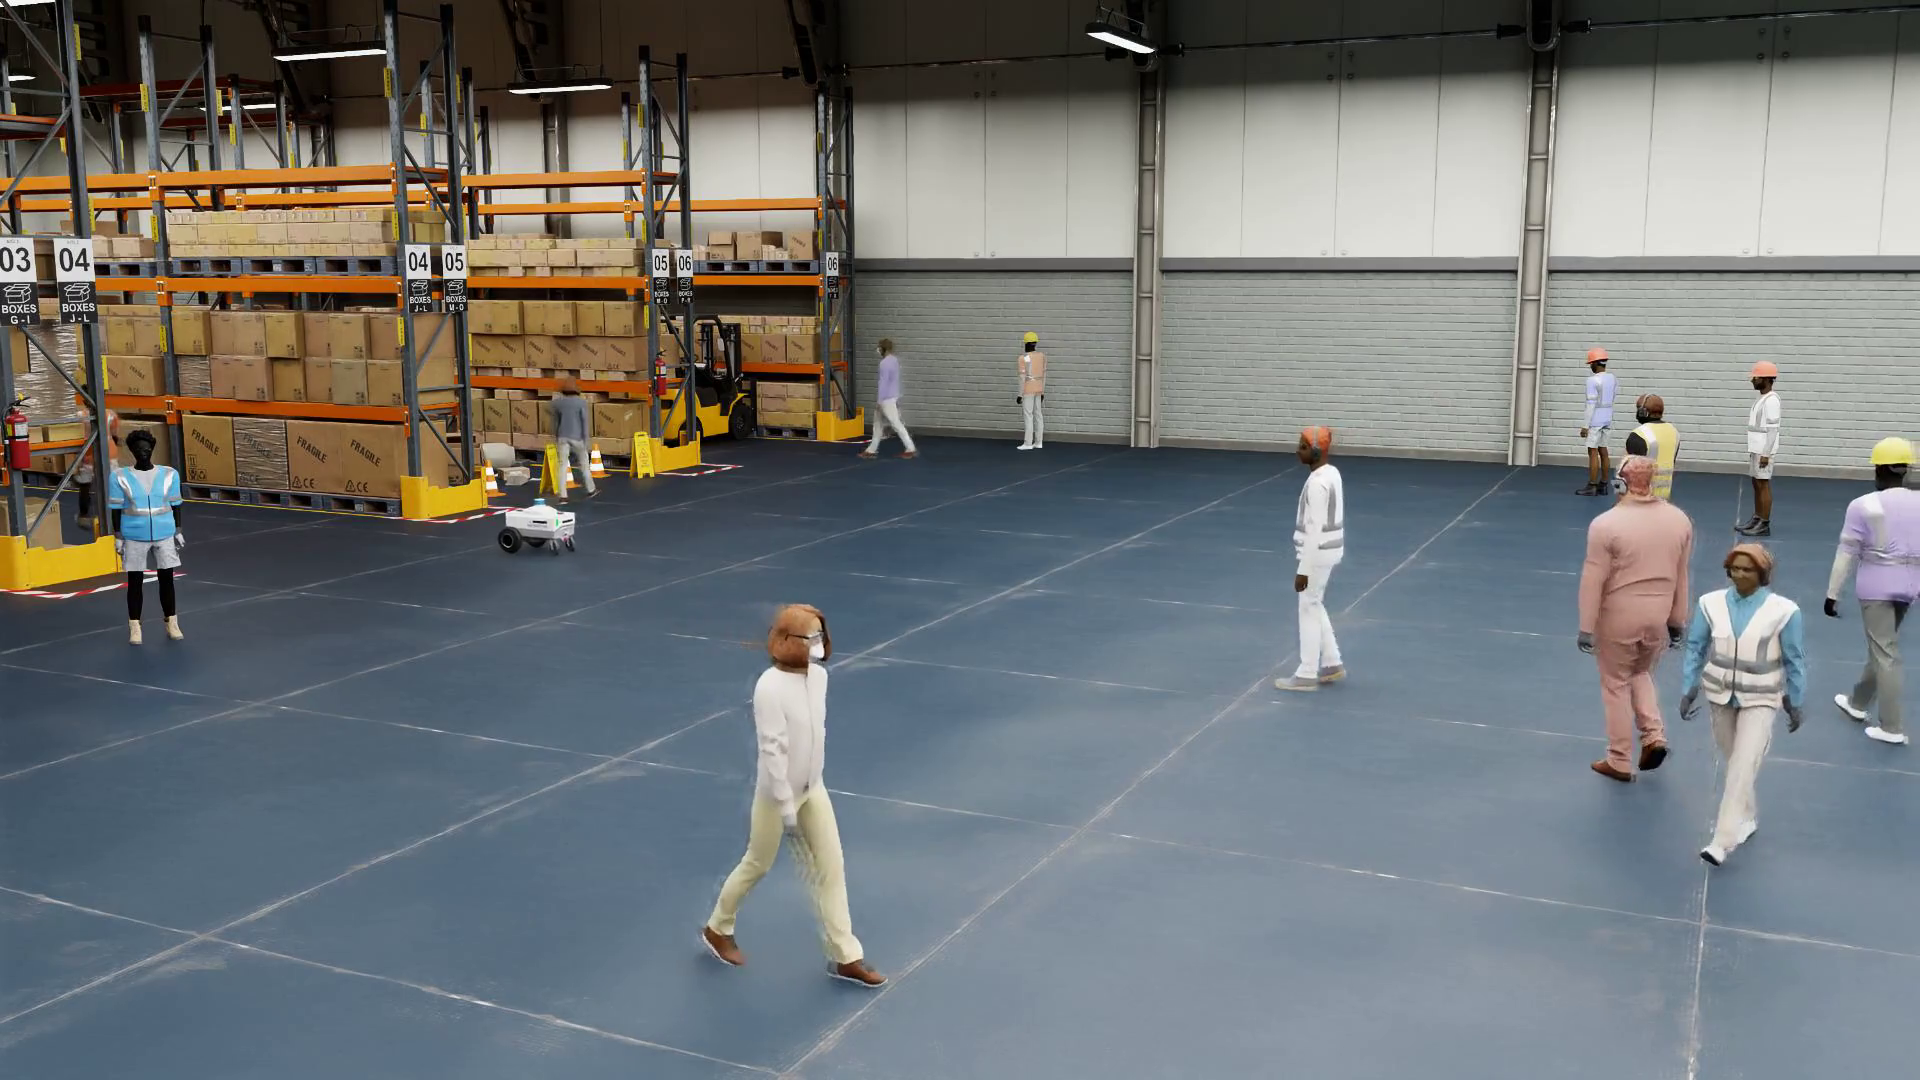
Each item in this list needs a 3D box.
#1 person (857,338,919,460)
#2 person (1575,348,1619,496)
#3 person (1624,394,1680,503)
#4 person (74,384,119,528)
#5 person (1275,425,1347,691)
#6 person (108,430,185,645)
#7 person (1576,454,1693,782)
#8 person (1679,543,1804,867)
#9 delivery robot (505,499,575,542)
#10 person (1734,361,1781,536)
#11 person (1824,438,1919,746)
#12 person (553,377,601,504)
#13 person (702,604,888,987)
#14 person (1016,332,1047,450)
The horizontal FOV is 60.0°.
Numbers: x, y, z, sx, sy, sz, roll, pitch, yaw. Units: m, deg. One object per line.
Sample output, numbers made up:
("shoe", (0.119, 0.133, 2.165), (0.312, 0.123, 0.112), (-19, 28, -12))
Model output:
("person", (-1.094, -2.181, 25.752), (0.998, 1.896, 0.641), (2, 9, 10))
("person", (8.272, -1.528, 21.629), (0.542, 1.929, 0.368), (-6, 11, -34))
("person", (6.142, -0.391, 14.917), (0.633, 1.841, 0.429), (-6, 11, -35))
("person", (-9.788, -0.934, 18.799), (0.538, 1.667, 0.811), (-9, 13, -43))
("person", (2.472, 0.129, 11.624), (0.392, 1.880, 0.601), (4, 10, 22))
("person", (-6.407, -0.027, 13.129), (0.540, 1.696, 0.316), (-7, 11, -35))
("person", (3.844, 0.448, 9.604), (0.664, 1.889, 0.422), (-2, 10, -14))
("person", (3.864, 0.809, 8.287), (0.872, 1.588, 0.539), (-9, 13, -43))
("delivery robot", (-4.371, -0.188, 17.322), (0.707, 0.478, 0.477), (4, 10, 23))
("person", (8.851, -1.009, 18.413), (0.356, 1.937, 0.552), (2, 9, 12))
("person", (5.785, 0.294, 10.549), (0.617, 1.888, 0.899), (-1, 9, -7))
("person", (-4.895, -1.276, 21.106), (0.517, 1.577, 0.858), (2, 9, 11))
("person", (-0.724, 1.040, 6.917), (0.863, 1.592, 0.512), (6, 11, 32))
("person", (1.158, -2.427, 27.142), (0.587, 1.928, 0.363), (-8, 13, -42))
